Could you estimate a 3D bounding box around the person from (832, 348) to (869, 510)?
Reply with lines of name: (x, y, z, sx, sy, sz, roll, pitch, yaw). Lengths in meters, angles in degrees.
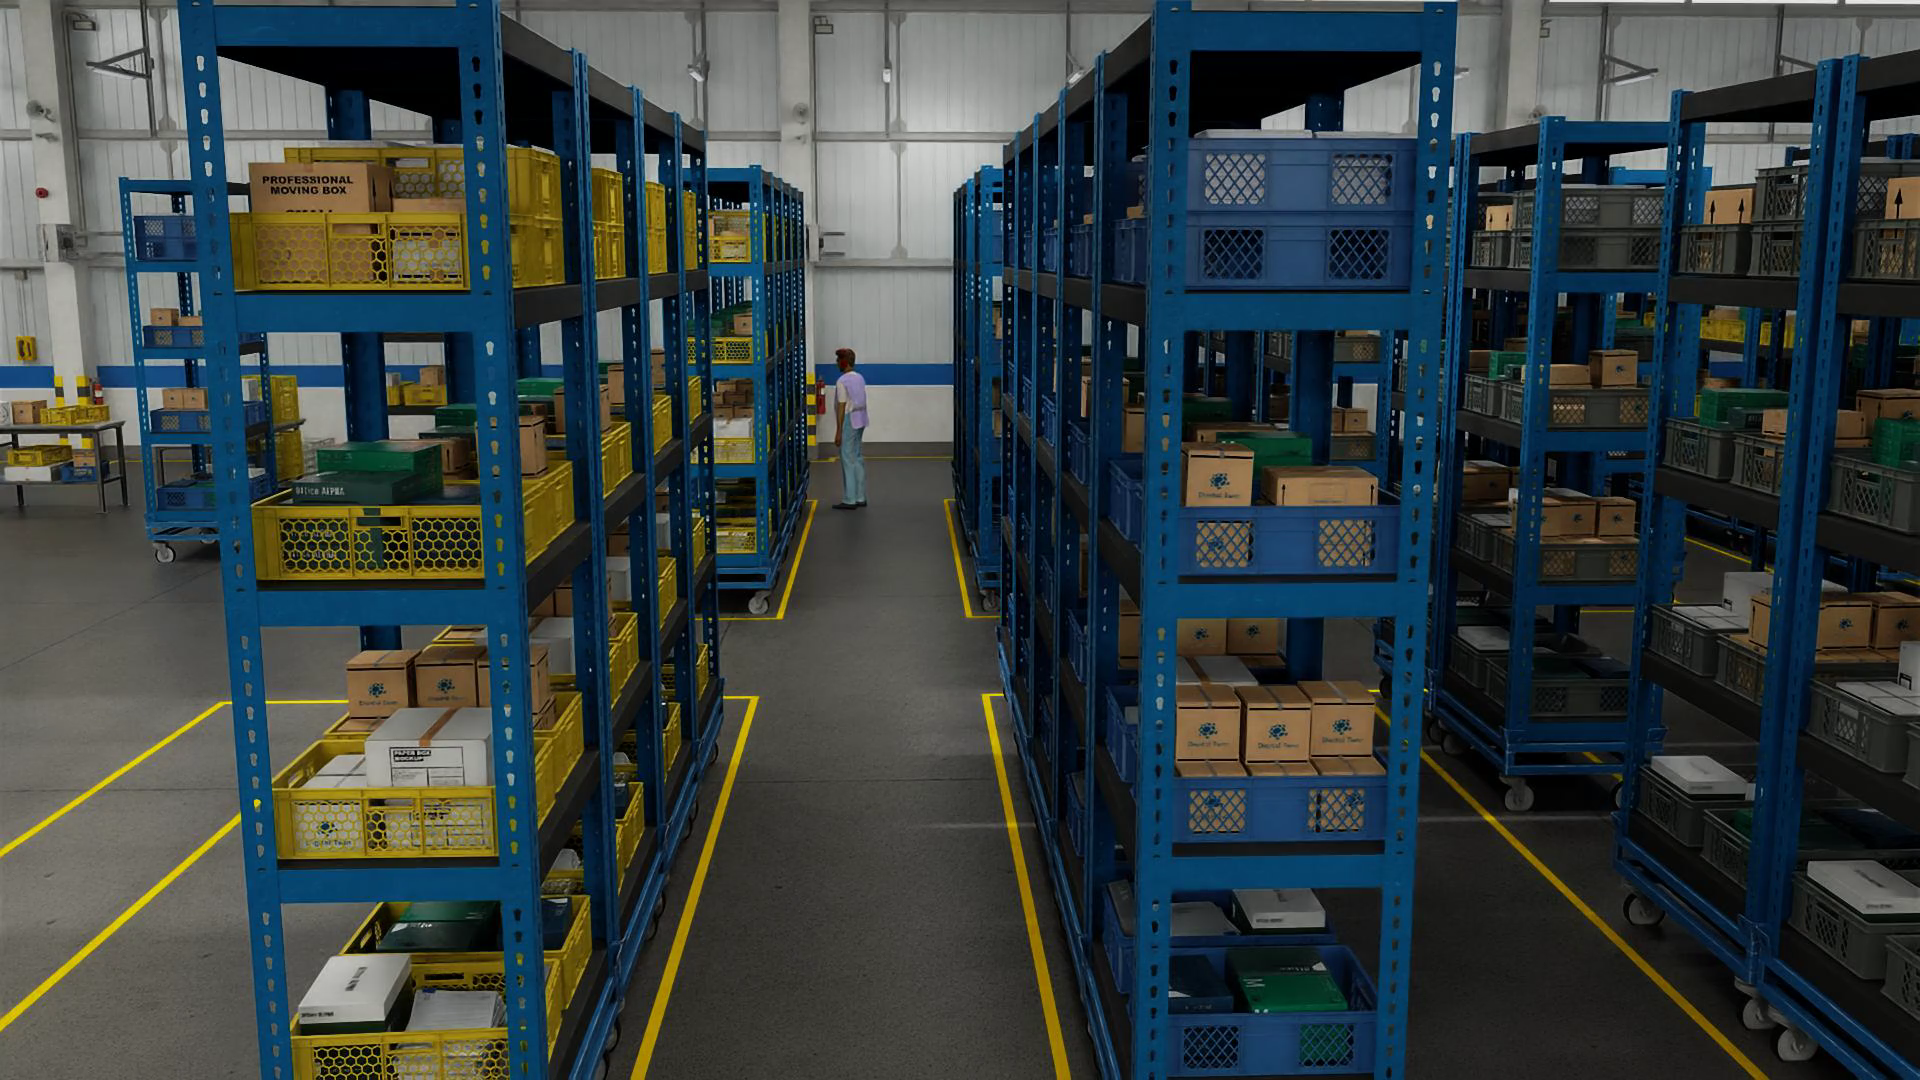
person: (-1.240, -1.260, 18.955, 0.390, 1.837, 0.560, 4, 11, 20)
